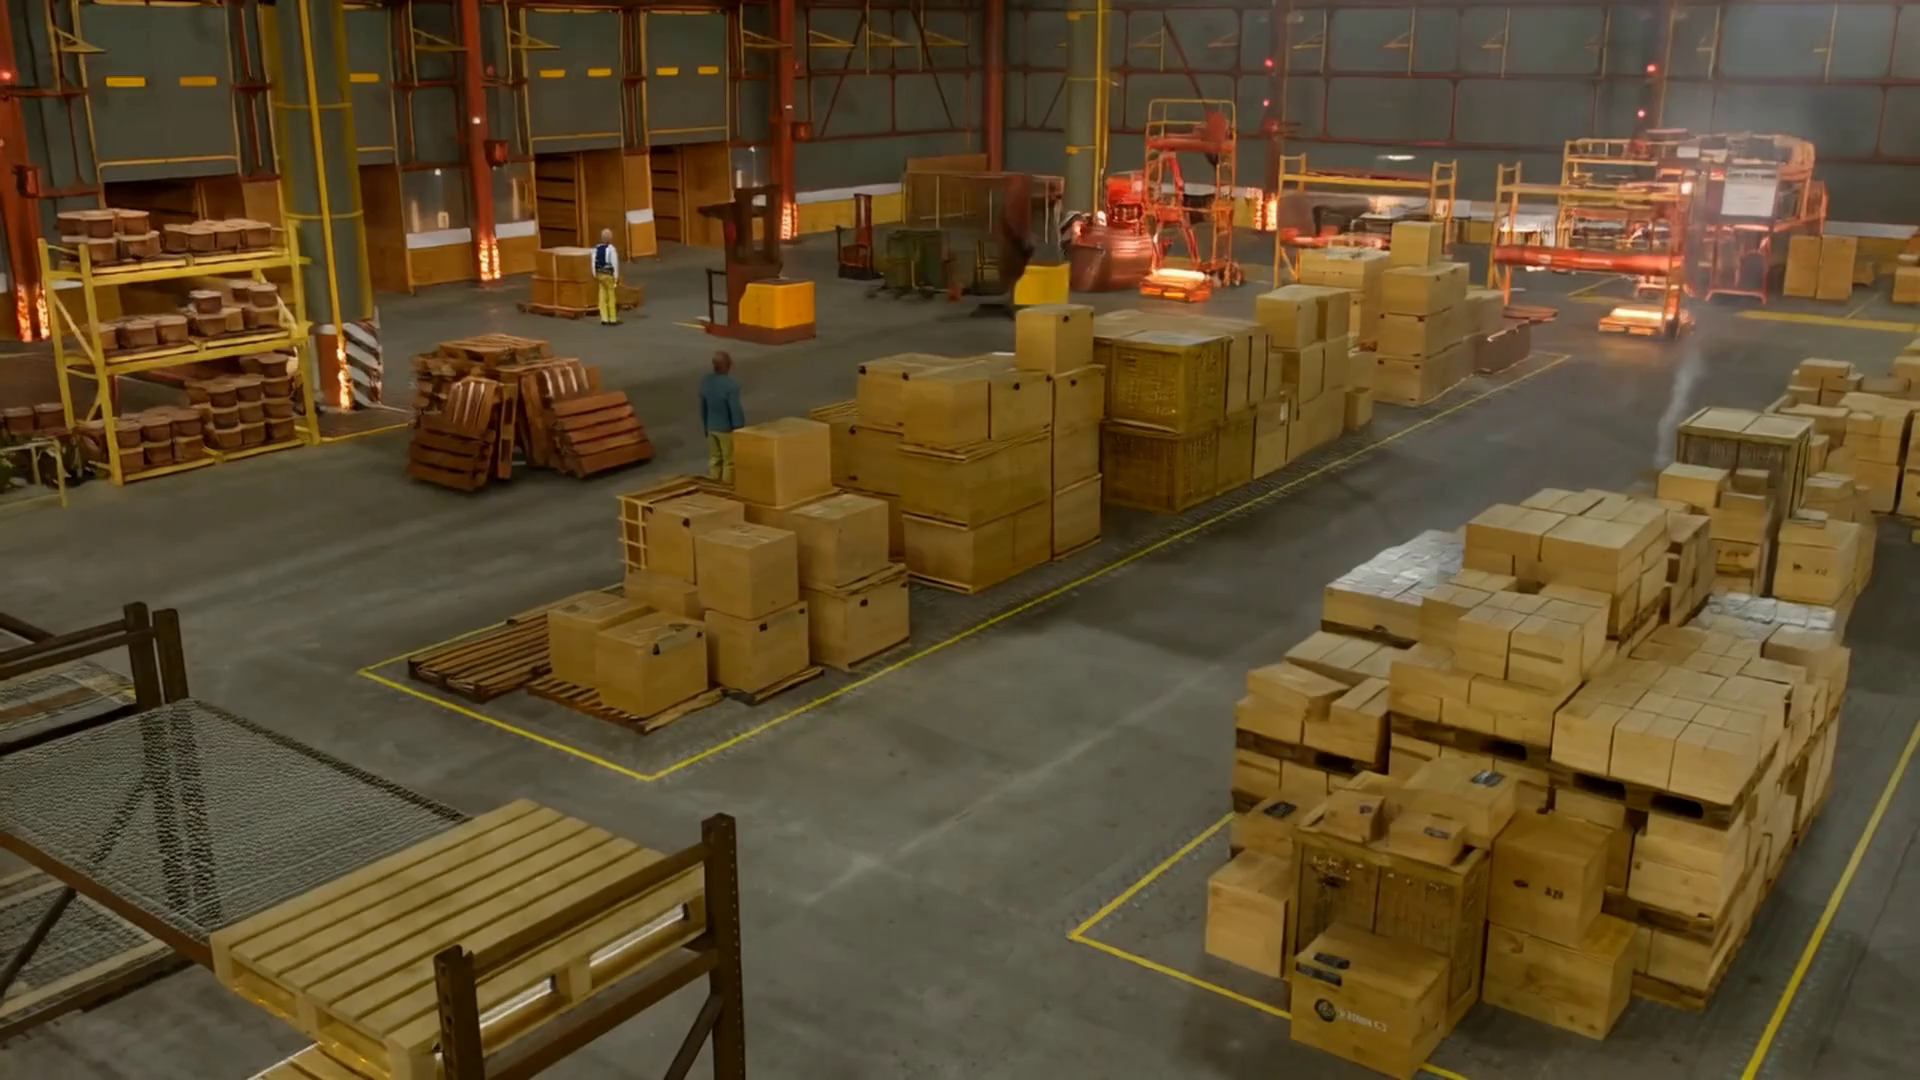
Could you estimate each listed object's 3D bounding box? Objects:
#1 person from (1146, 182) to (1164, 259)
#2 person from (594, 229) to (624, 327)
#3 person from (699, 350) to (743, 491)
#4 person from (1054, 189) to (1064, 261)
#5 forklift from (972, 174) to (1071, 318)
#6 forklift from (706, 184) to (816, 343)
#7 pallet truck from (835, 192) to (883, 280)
[{"bbox_3d":[4.938,-8.123,42.278,0.542,1.938,0.357,12,21,35],"label":"person"},{"bbox_3d":[-6.829,-5.080,32.287,0.573,1.887,0.356,12,21,35],"label":"person"},{"bbox_3d":[-2.781,-1.272,19.590,0.629,1.940,0.373,12,21,35],"label":"person"},{"bbox_3d":[2.605,-7.677,40.806,0.629,1.936,0.373,12,21,35],"label":"person"},{"bbox_3d":[1.257,-5.883,33.254,1.873,2.768,1.129,3,17,10],"label":"forklift"},{"bbox_3d":[-3.717,-5.181,30.929,1.873,2.768,1.129,12,21,35],"label":"forklift"},{"bbox_3d":[-1.936,-7.159,38.982,1.885,1.965,0.823,-12,21,-34],"label":"pallet truck"}]
